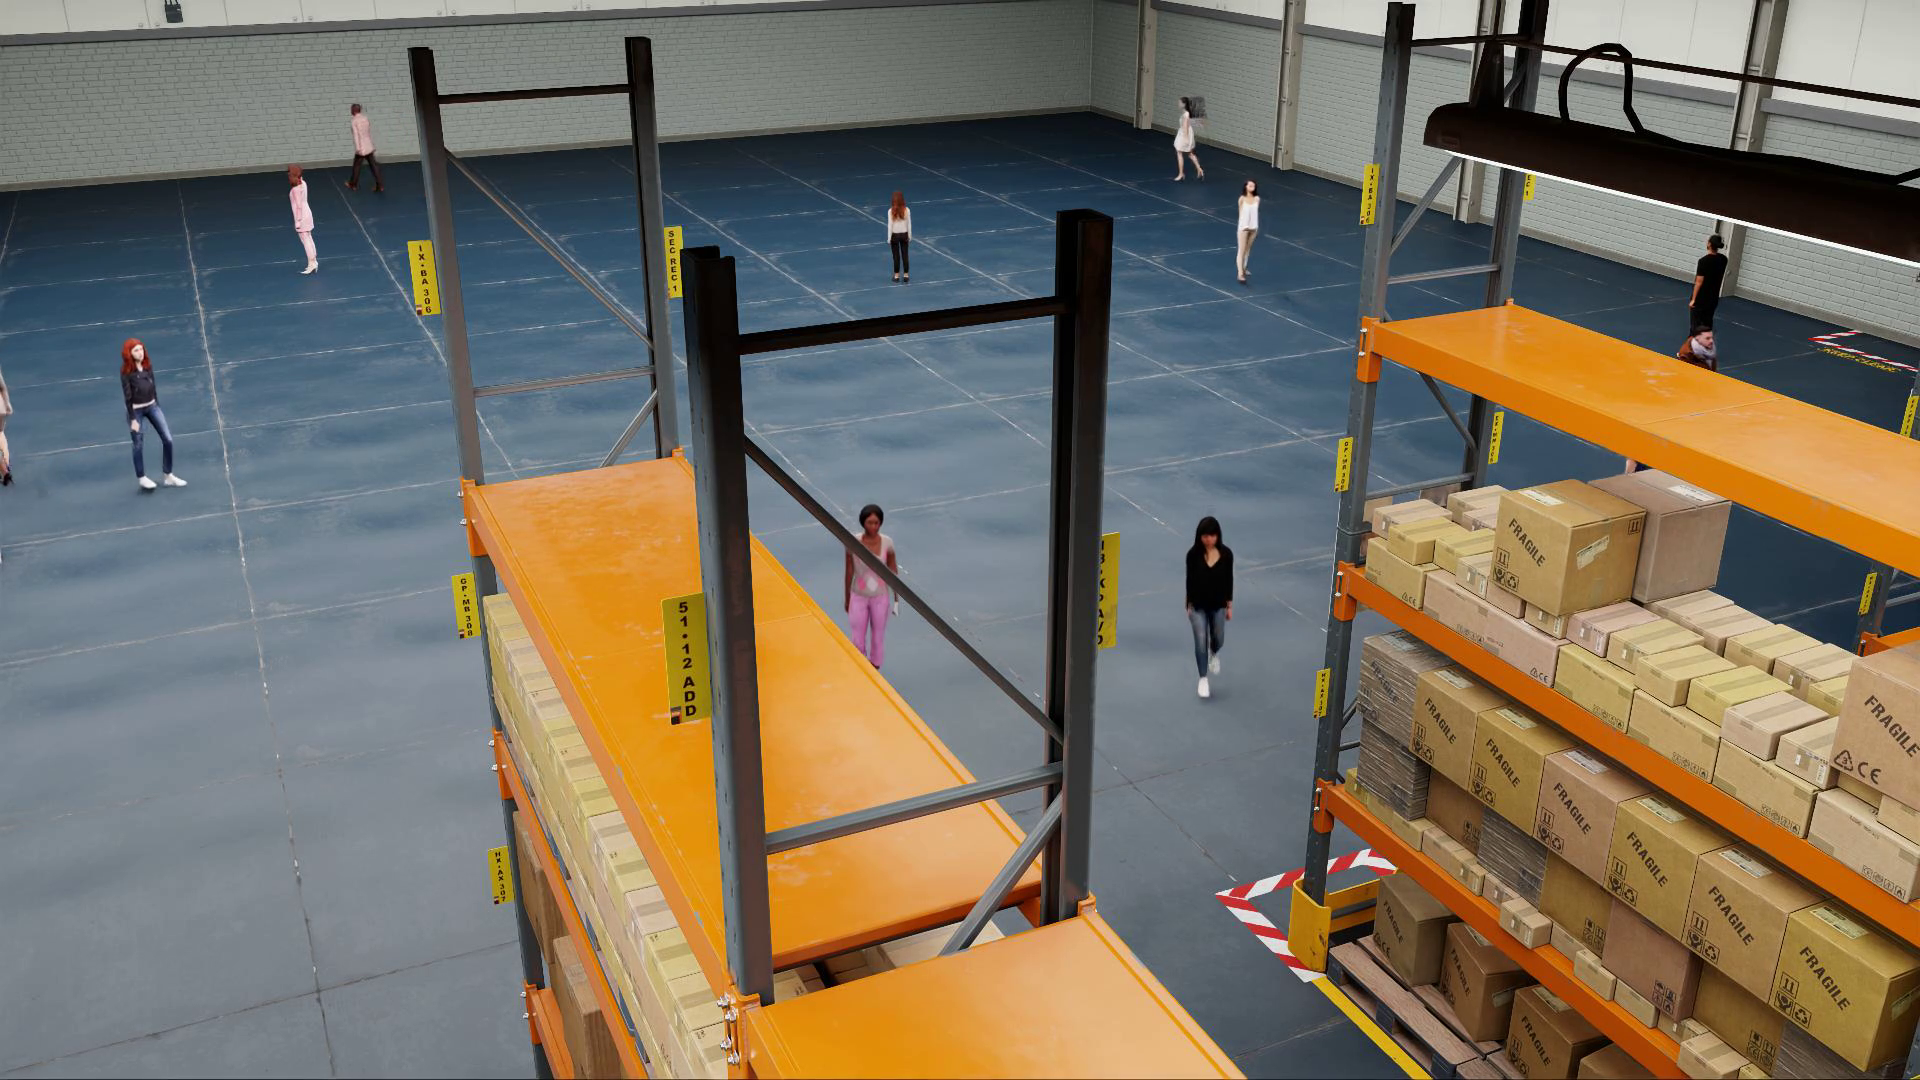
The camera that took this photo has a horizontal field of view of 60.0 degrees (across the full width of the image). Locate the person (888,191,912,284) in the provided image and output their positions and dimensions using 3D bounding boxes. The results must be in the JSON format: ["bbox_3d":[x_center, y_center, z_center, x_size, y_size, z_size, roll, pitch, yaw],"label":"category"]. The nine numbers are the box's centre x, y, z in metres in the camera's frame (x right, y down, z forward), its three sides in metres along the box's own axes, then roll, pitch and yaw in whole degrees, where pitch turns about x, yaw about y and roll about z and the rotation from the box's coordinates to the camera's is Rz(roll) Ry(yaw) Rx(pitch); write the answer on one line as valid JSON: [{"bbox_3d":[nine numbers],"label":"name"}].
[{"bbox_3d":[-0.983,-4.954,27.158,0.582,1.484,0.550,-5,24,-11],"label":"person"}]

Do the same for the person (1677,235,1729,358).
[{"bbox_3d":[10.350,-3.366,23.076,0.622,1.759,0.566,-10,25,-21],"label":"person"}]

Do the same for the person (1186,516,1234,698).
[{"bbox_3d":[2.095,0.507,14.132,0.775,1.630,0.891,0,23,-1],"label":"person"}]

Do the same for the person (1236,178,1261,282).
[{"bbox_3d":[4.760,-5.055,27.206,0.664,1.635,0.975,-7,24,-17],"label":"person"}]

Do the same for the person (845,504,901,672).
[{"bbox_3d":[-0.760,0.486,14.051,0.716,1.733,0.757,-2,23,-5],"label":"person"}]

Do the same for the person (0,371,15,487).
[{"bbox_3d":[-10.751,-1.399,18.490,0.761,1.726,0.730,17,29,35],"label":"person"}]

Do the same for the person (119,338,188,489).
[{"bbox_3d":[-9.065,-1.365,18.377,0.922,1.753,0.815,13,26,28],"label":"person"}]

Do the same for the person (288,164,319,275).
[{"bbox_3d":[-10.931,-5.352,27.688,0.732,1.803,0.576,-2,23,-5],"label":"person"}]

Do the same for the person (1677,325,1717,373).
[{"bbox_3d":[8.163,-1.506,18.598,0.780,1.839,0.790,-18,29,-36],"label":"person"}]

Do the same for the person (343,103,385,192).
[{"bbox_3d":[-12.061,-7.948,33.843,1.245,1.765,1.104,12,26,26],"label":"person"}]

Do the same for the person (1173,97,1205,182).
[{"bbox_3d":[4.792,-8.403,34.943,0.991,1.741,0.975,6,24,13],"label":"person"}]
